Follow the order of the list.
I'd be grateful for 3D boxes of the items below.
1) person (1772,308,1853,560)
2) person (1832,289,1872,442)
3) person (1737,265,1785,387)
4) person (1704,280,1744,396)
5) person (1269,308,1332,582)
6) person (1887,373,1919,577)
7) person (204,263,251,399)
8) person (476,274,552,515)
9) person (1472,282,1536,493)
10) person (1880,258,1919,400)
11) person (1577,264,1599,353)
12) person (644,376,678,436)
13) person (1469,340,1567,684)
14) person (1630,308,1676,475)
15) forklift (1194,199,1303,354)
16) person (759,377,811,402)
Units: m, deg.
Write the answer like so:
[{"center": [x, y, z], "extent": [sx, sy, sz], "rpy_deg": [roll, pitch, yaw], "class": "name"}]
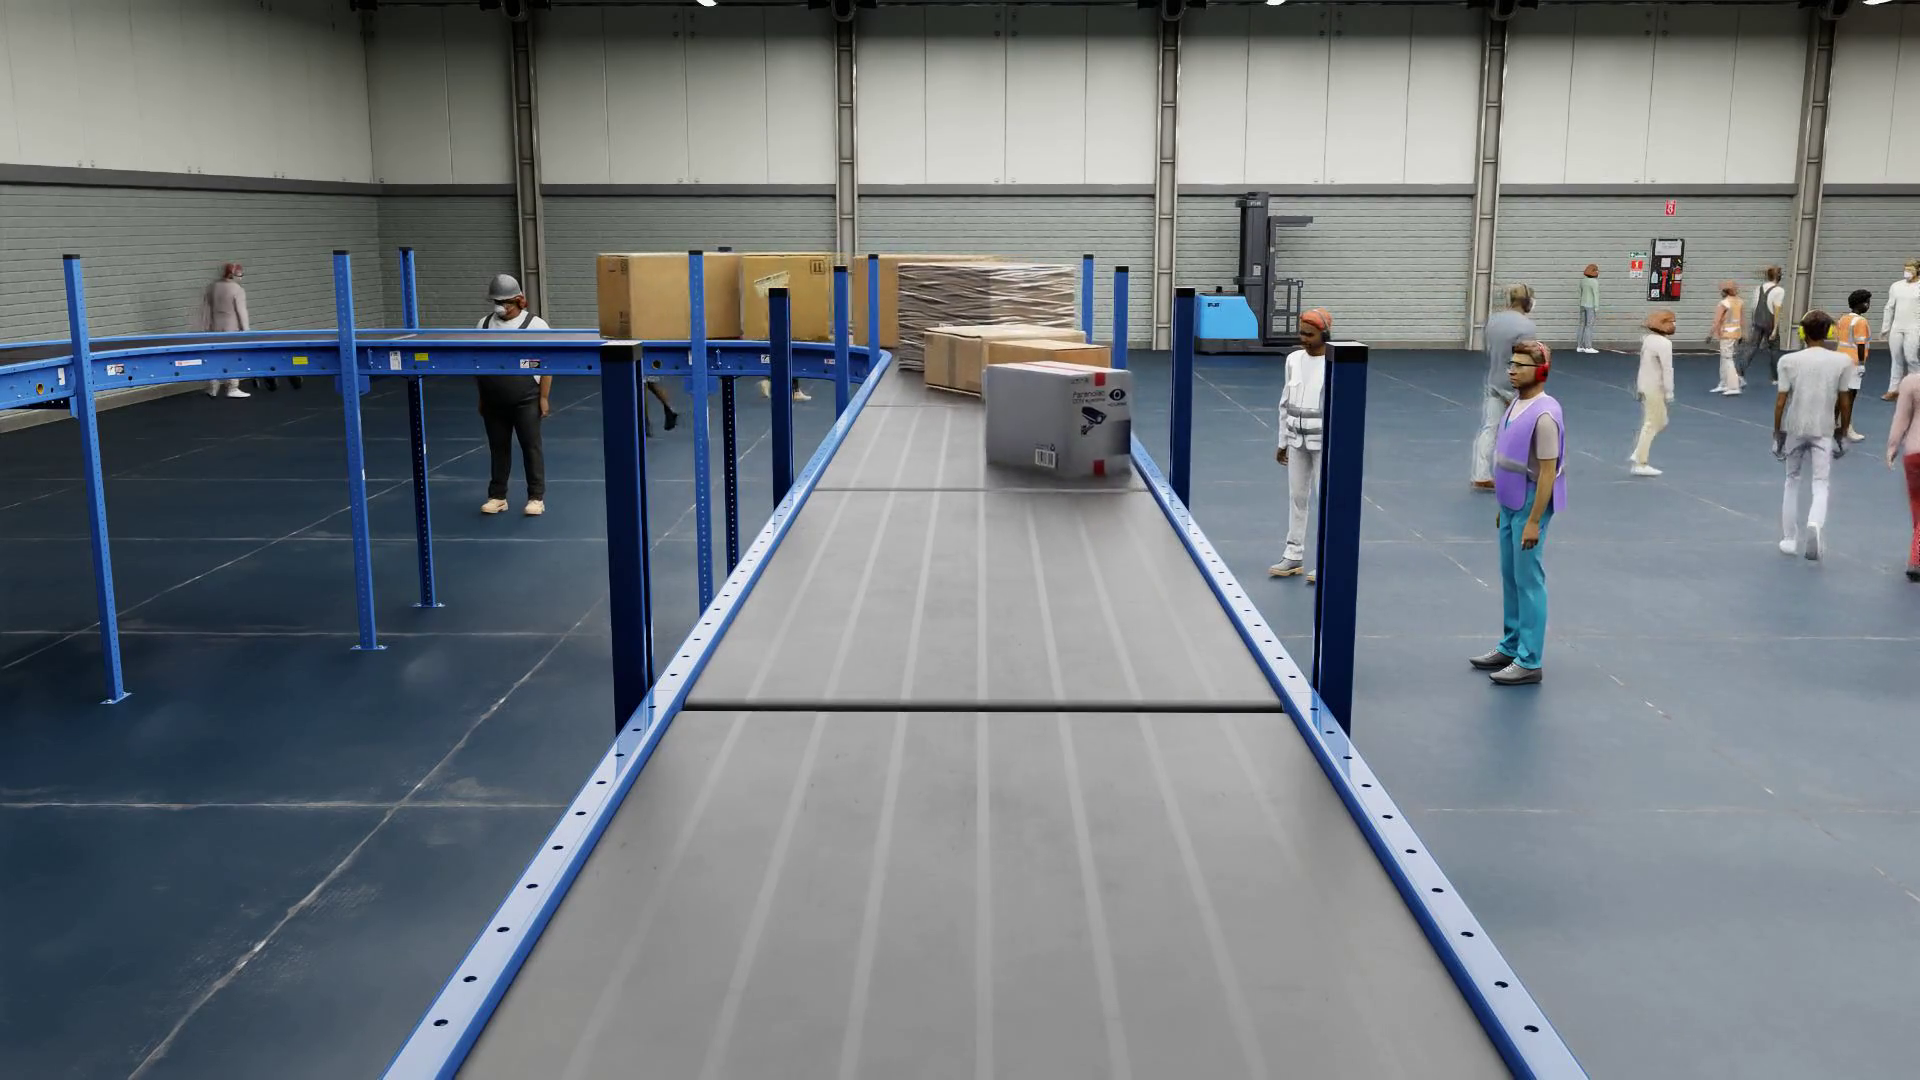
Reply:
[{"center": [6.253, -0.775, 12.223], "extent": [0.523, 1.847, 0.770], "rpy_deg": [5, 12, 26], "class": "person"}, {"center": [10.057, -1.975, 18.771], "extent": [0.321, 1.693, 0.530], "rpy_deg": [0, 11, 2], "class": "person"}, {"center": [11.916, -3.167, 24.646], "extent": [0.966, 1.809, 0.535], "rpy_deg": [-5, 12, -26], "class": "person"}, {"center": [10.807, -2.836, 23.399], "extent": [0.542, 1.612, 0.533], "rpy_deg": [-8, 13, -35], "class": "person"}, {"center": [2.439, -0.657, 11.501], "extent": [0.355, 1.887, 0.572], "rpy_deg": [-10, 15, -42], "class": "person"}, {"center": [6.845, -0.610, 11.715], "extent": [0.534, 1.696, 0.892], "rpy_deg": [9, 14, 38], "class": "person"}, {"center": [-10.207, -2.911, 23.155], "extent": [0.797, 1.864, 0.464], "rpy_deg": [5, 12, 23], "class": "person"}, {"center": [-3.791, -1.207, 14.038], "extent": [0.680, 2.000, 0.536], "rpy_deg": [2, 11, 12], "class": "person"}, {"center": [5.108, -1.382, 15.177], "extent": [0.840, 1.909, 0.647], "rpy_deg": [-3, 11, -16], "class": "person"}, {"center": [12.958, -2.872, 22.754], "extent": [0.361, 1.937, 0.642], "rpy_deg": [-5, 12, -26], "class": "person"}, {"center": [11.667, -4.294, 30.843], "extent": [0.284, 1.633, 0.497], "rpy_deg": [-3, 12, -17], "class": "person"}, {"center": [-3.565, -2.149, 19.097], "extent": [0.534, 1.924, 0.551], "rpy_deg": [9, 14, 40], "class": "person"}, {"center": [3.067, -0.158, 9.027], "extent": [0.387, 1.849, 0.566], "rpy_deg": [0, 11, 0], "class": "person"}, {"center": [6.784, -1.439, 16.190], "extent": [0.368, 1.620, 0.516], "rpy_deg": [1, 11, 3], "class": "person"}, {"center": [5.313, -4.851, 30.603], "extent": [1.873, 2.768, 1.129], "rpy_deg": [0, 11, 1], "class": "forklift"}, {"center": [-2.378, -2.707, 22.549], "extent": [0.666, 1.679, 0.541], "rpy_deg": [-3, 11, -15], "class": "person"}]
